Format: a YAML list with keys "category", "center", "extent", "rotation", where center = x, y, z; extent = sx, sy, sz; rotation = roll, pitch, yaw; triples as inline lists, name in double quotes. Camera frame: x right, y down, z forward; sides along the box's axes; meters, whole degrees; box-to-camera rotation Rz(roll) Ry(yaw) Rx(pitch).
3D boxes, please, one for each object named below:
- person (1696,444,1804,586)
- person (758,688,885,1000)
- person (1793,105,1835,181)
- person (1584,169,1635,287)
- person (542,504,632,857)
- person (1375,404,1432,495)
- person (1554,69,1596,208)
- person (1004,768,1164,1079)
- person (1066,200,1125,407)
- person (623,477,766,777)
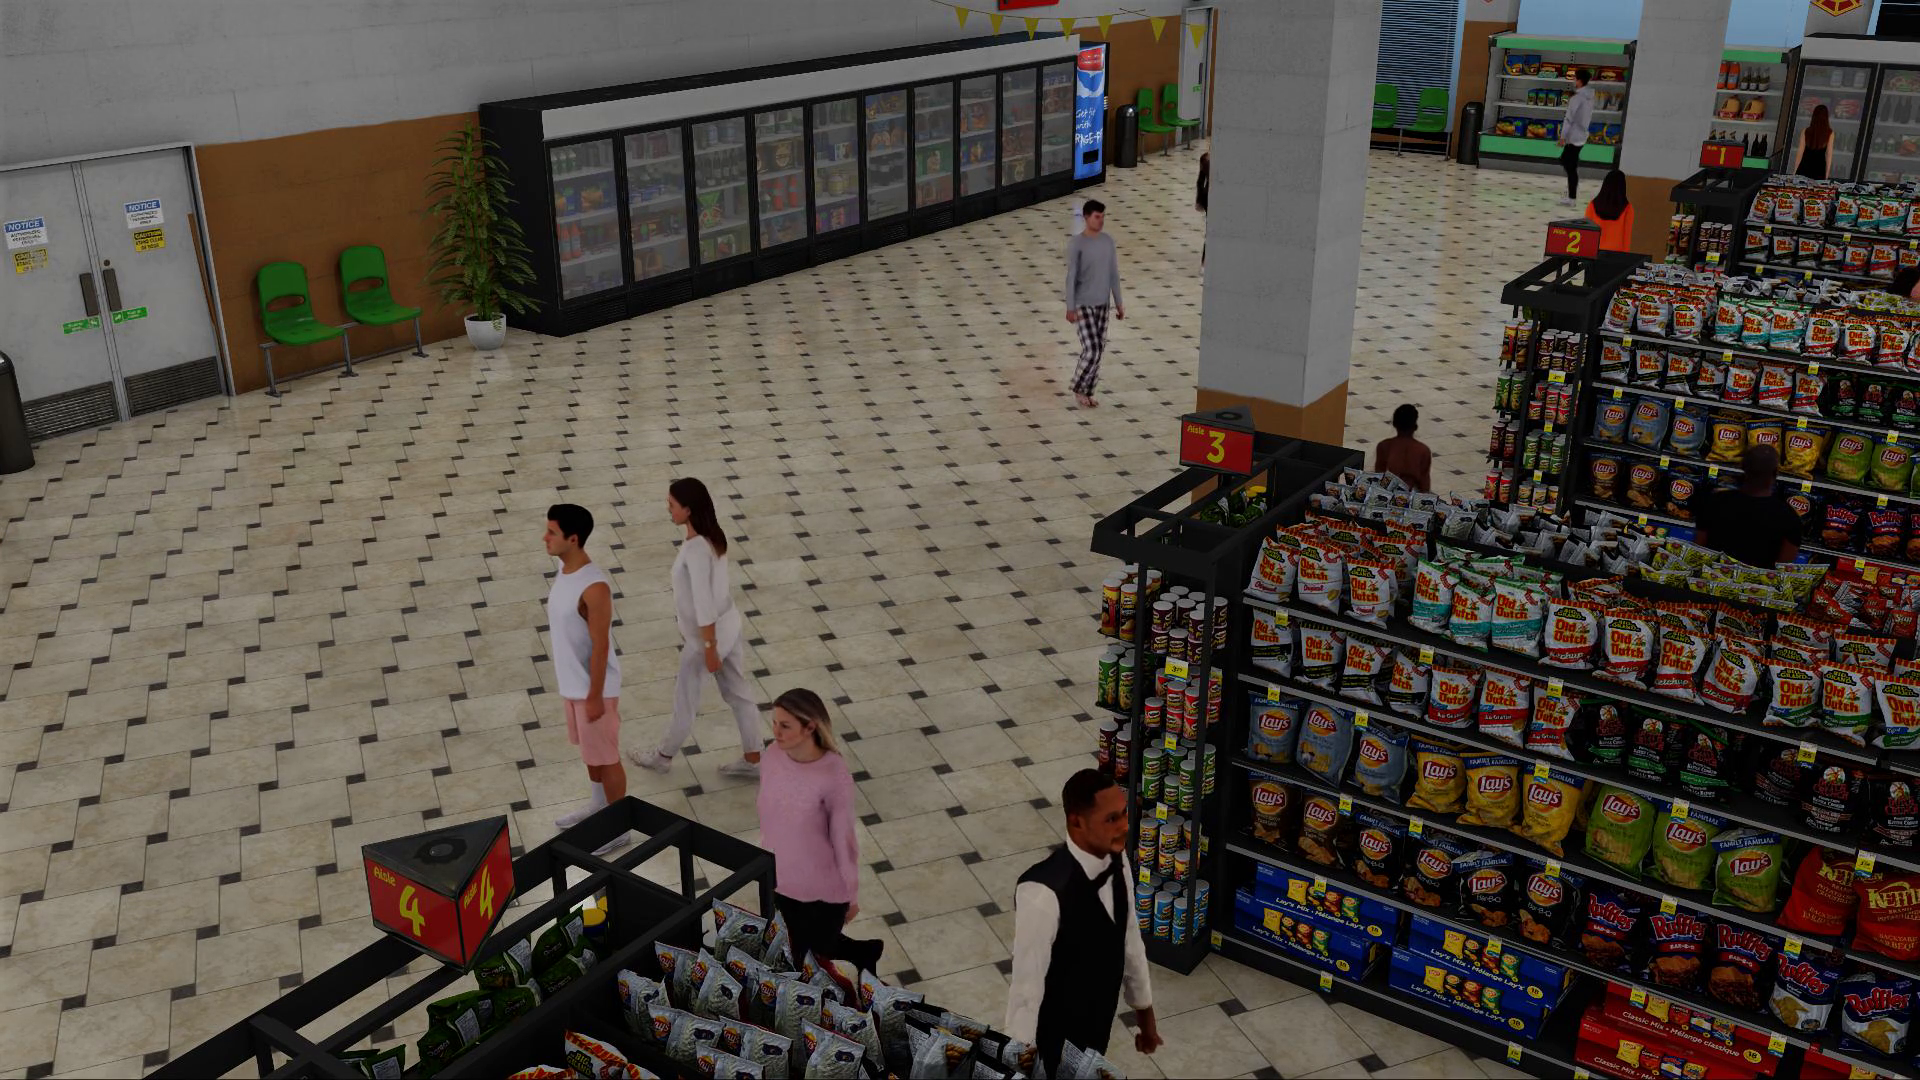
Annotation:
- category: "person"
  center: [4.010, 0.380, 8.639]
  extent: [0.528, 1.814, 0.744]
  rotation: [18, 28, 37]
- category: "person"
  center: [-0.535, 1.310, 6.520]
  extent: [0.947, 1.667, 0.650]
  rotation: [15, 26, 32]
- category: "person"
  center: [11.021, -4.761, 21.550]
  extent: [0.502, 1.726, 0.666]
  rotation: [10, 24, 23]
- category: "person"
  center: [6.509, -2.865, 16.803]
  extent: [0.496, 1.748, 0.688]
  rotation: [13, 25, 29]
- category: "person"
  center: [-1.774, 0.654, 7.990]
  extent: [0.791, 1.789, 0.674]
  rotation: [-11, 24, -25]
- category: "person"
  center: [2.900, -0.281, 11.043]
  extent: [0.661, 1.246, 0.655]
  rotation: [9, 24, 22]
- category: "person"
  center: [8.846, -5.706, 23.646]
  extent: [0.619, 1.917, 0.680]
  rotation: [16, 27, 34]
- category: "person"
  center: [0.285, 1.584, 5.536]
  extent: [1.004, 1.892, 0.728]
  rotation: [14, 26, 31]
- category: "person"
  center: [1.121, -2.108, 14.800]
  extent: [0.740, 1.836, 0.783]
  rotation: [-13, 25, -30]
- category: "person"
  center: [-1.204, 0.494, 8.568]
  extent: [1.084, 1.655, 0.926]
  rotation: [2, 22, 4]
